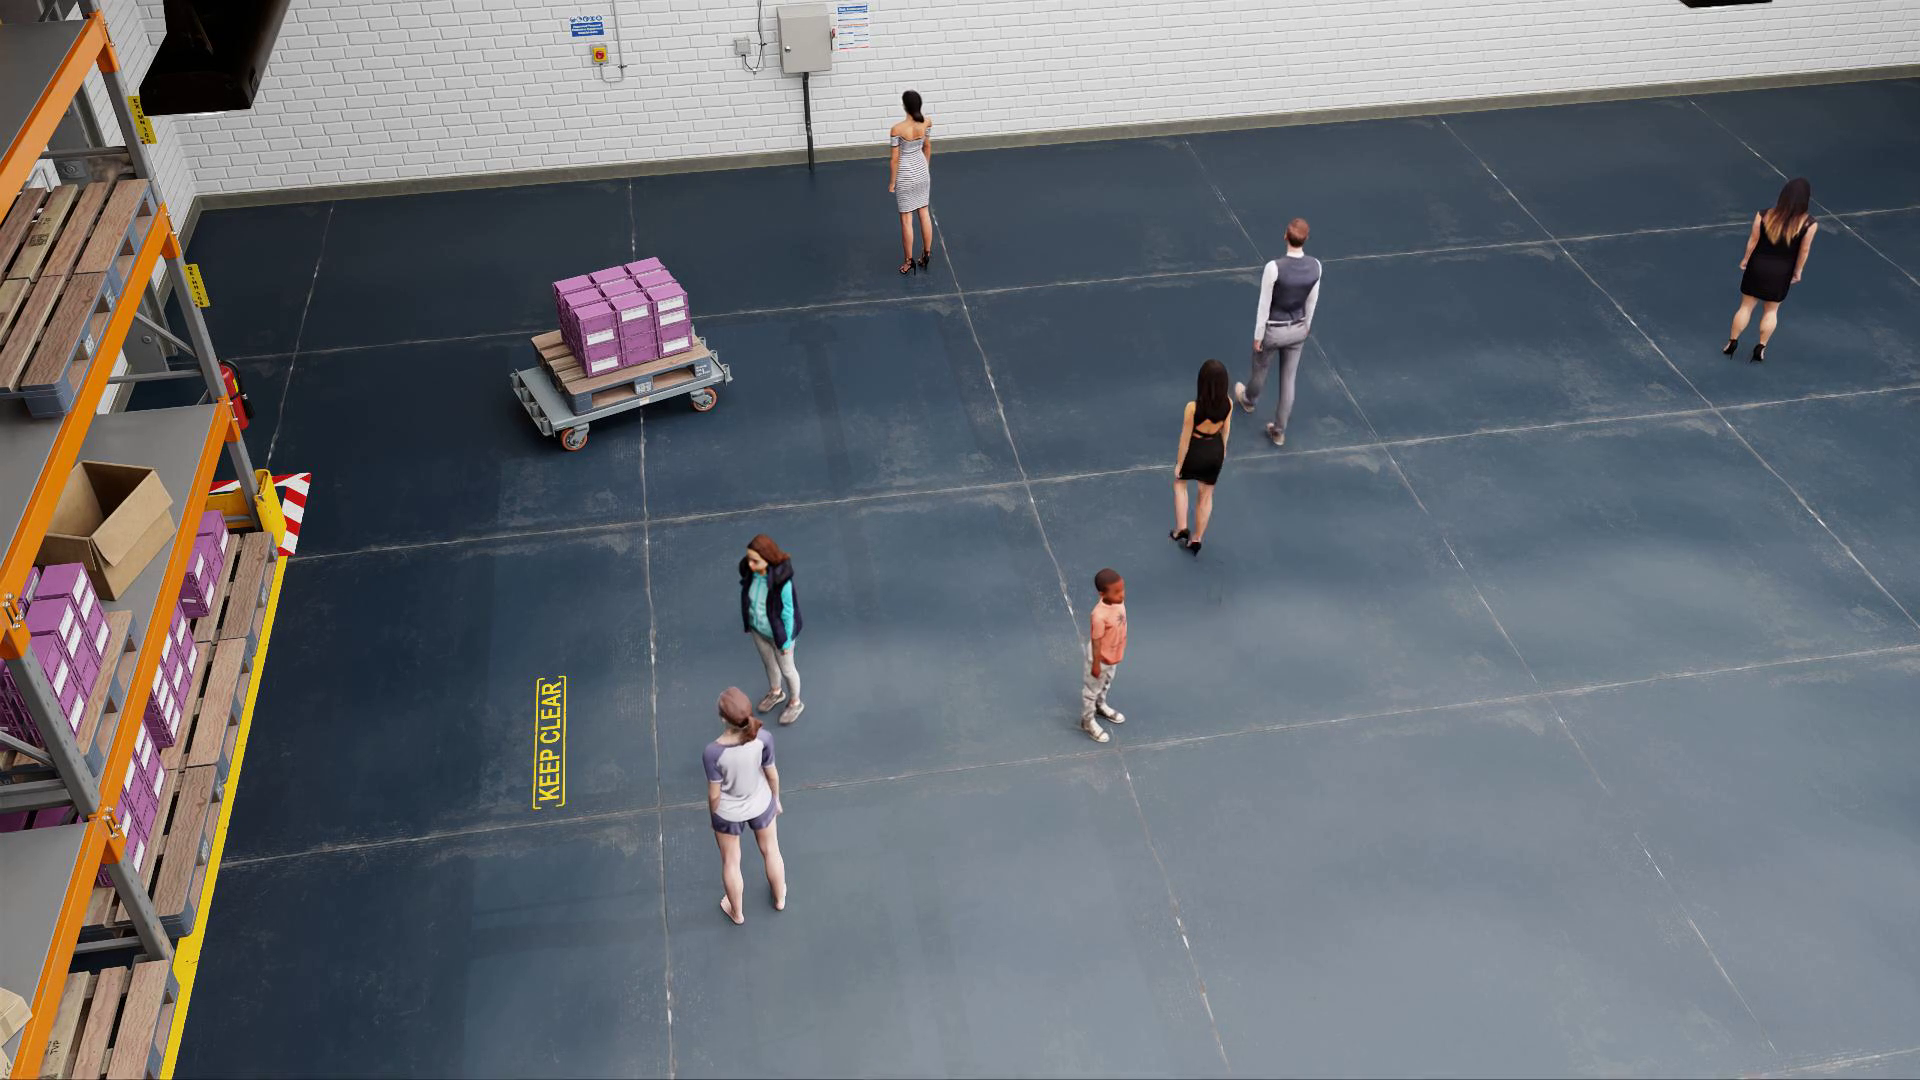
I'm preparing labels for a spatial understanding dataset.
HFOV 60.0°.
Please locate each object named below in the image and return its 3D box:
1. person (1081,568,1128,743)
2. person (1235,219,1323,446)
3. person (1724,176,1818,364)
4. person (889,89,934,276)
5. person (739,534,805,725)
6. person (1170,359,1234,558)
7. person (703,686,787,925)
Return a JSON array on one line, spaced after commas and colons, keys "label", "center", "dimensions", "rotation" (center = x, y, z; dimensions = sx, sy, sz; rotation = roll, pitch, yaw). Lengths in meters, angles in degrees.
[{"label": "person", "center": [0.930, 0.709, 10.751], "dimensions": [0.617, 1.310, 0.559], "rotation": [25, 45, 28]}, {"label": "person", "center": [2.589, -1.615, 13.172], "dimensions": [0.669, 1.922, 0.982], "rotation": [-7, 39, -9]}, {"label": "person", "center": [6.915, -2.295, 14.186], "dimensions": [0.753, 1.718, 0.788], "rotation": [17, 42, 21]}, {"label": "person", "center": [-0.433, -3.309, 15.374], "dimensions": [0.668, 1.820, 0.664], "rotation": [-23, 44, -26]}, {"label": "person", "center": [-1.207, 0.553, 10.797], "dimensions": [0.676, 1.498, 0.735], "rotation": [22, 44, 26]}, {"label": "person", "center": [1.784, -0.530, 12.041], "dimensions": [0.631, 1.637, 0.593], "rotation": [-11, 40, -13]}, {"label": "person", "center": [-1.227, 1.501, 9.392], "dimensions": [0.621, 1.769, 0.613], "rotation": [-14, 41, -17]}]
